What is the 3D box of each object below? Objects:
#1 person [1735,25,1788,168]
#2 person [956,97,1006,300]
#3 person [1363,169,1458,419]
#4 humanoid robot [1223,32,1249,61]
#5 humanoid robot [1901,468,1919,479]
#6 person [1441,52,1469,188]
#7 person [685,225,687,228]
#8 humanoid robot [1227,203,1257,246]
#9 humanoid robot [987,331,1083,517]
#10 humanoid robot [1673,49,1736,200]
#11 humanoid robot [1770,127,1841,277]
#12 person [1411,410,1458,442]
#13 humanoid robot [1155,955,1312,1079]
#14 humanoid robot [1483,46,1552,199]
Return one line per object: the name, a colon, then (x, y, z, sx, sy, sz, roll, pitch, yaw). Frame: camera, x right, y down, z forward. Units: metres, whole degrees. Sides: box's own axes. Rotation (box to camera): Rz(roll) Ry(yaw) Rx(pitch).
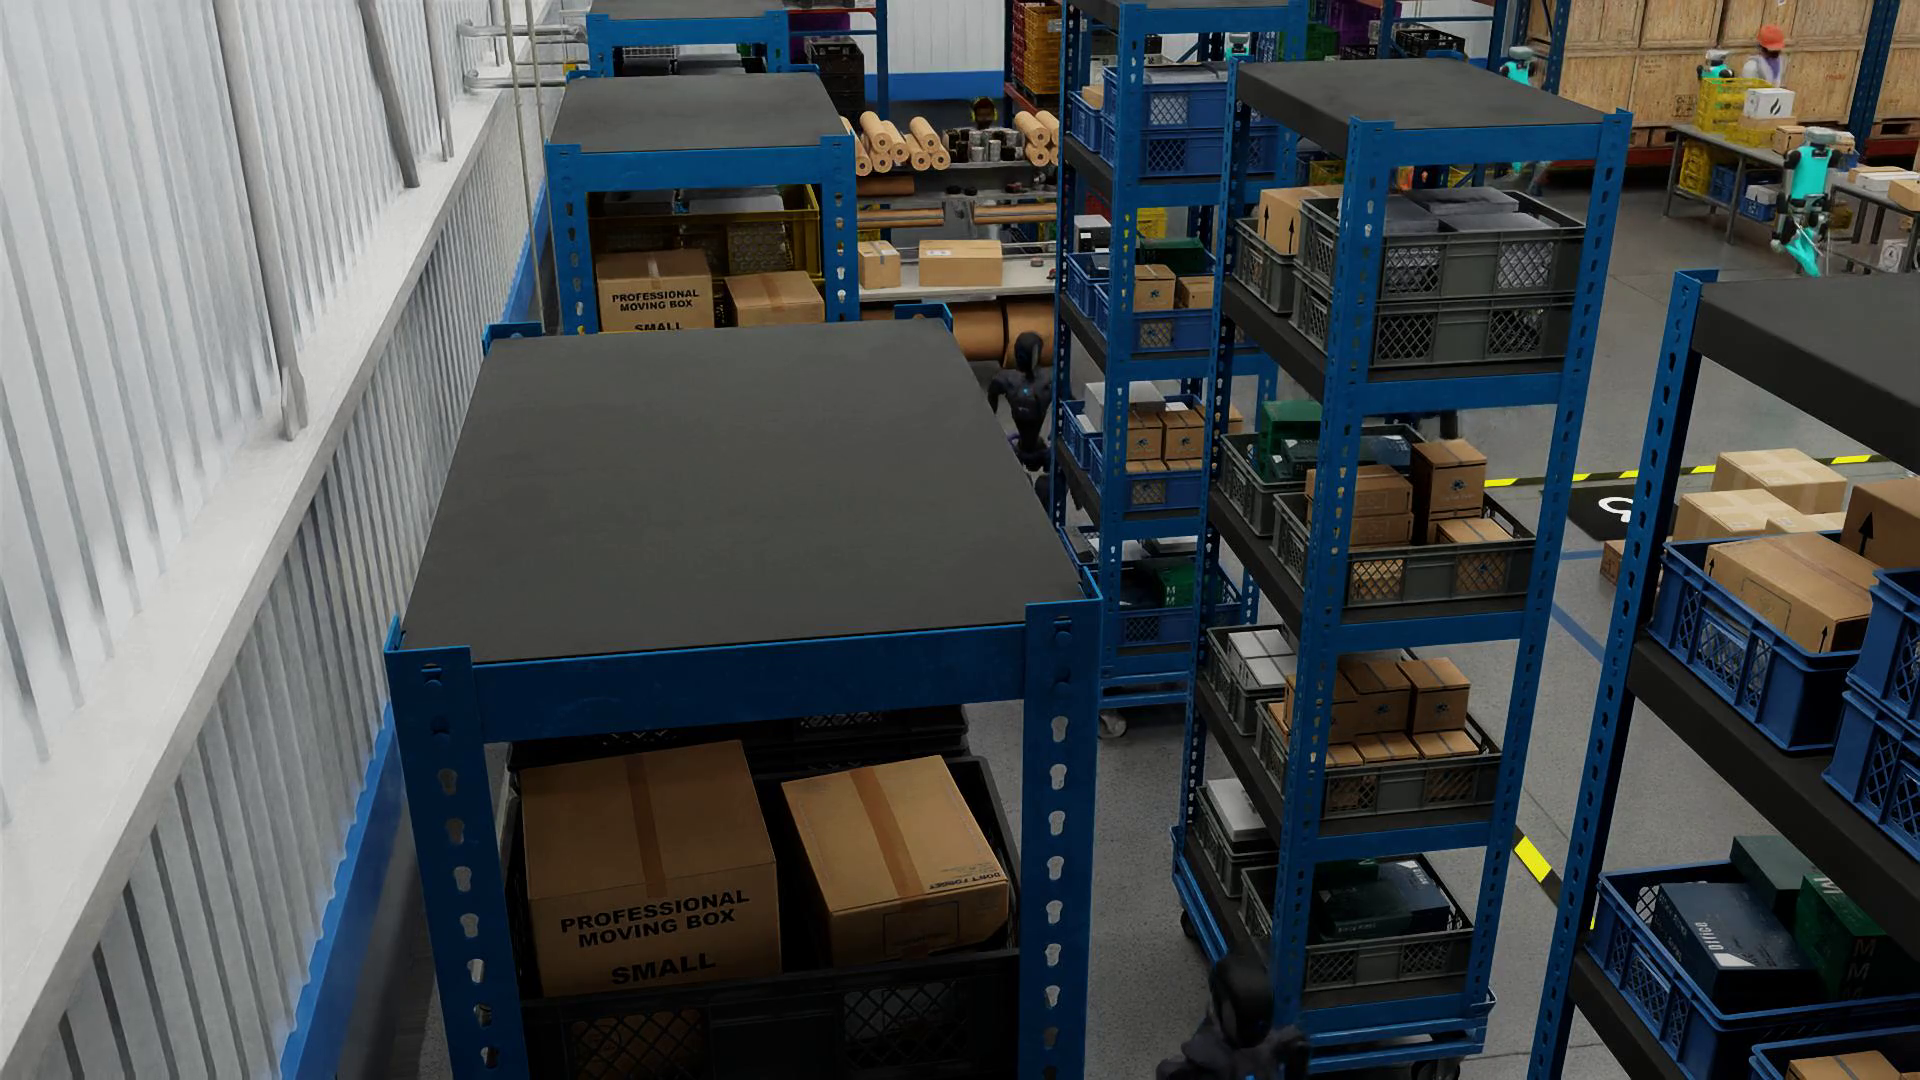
person: (8.844, -4.692, 18.445, 0.658, 2.003, 0.519, -18, 30, -34)
person: (0.208, -3.067, 15.096, 0.508, 1.831, 0.912, -2, 25, -5)
person: (3.399, -1.808, 12.266, 0.859, 1.904, 0.574, -3, 25, -6)
humanoid robot: (3.198, -4.966, 19.176, 0.533, 1.677, 0.735, 1, 25, 3)
humanoid robot: (6.443, -1.131, 10.839, 0.735, 1.677, 0.533, -12, 27, -25)
person: (5.151, -4.235, 17.620, 0.325, 1.842, 0.512, -14, 28, -28)
person: (-2.757, -3.706, 16.562, 0.310, 1.768, 0.528, -12, 27, -24)
humanoid robot: (2.762, -3.448, 16.166, 0.608, 1.644, 0.730, 0, 25, -1)
humanoid robot: (0.445, -0.414, 9.522, 0.600, 1.647, 0.488, 7, 26, 16)
humanoid robot: (8.500, -4.568, 18.476, 1.014, 1.722, 0.540, -6, 25, -12)
humanoid robot: (7.244, -2.583, 14.157, 0.545, 1.770, 0.921, -7, 26, -15)
person: (3.207, -1.416, 11.520, 0.901, 1.816, 0.592, -6, 25, -12)
humanoid robot: (0.701, 1.805, 4.690, 0.603, 1.632, 0.389, -10, 27, -21)
humanoid robot: (6.254, -4.549, 18.451, 0.551, 1.742, 1.036, -14, 28, -28)
